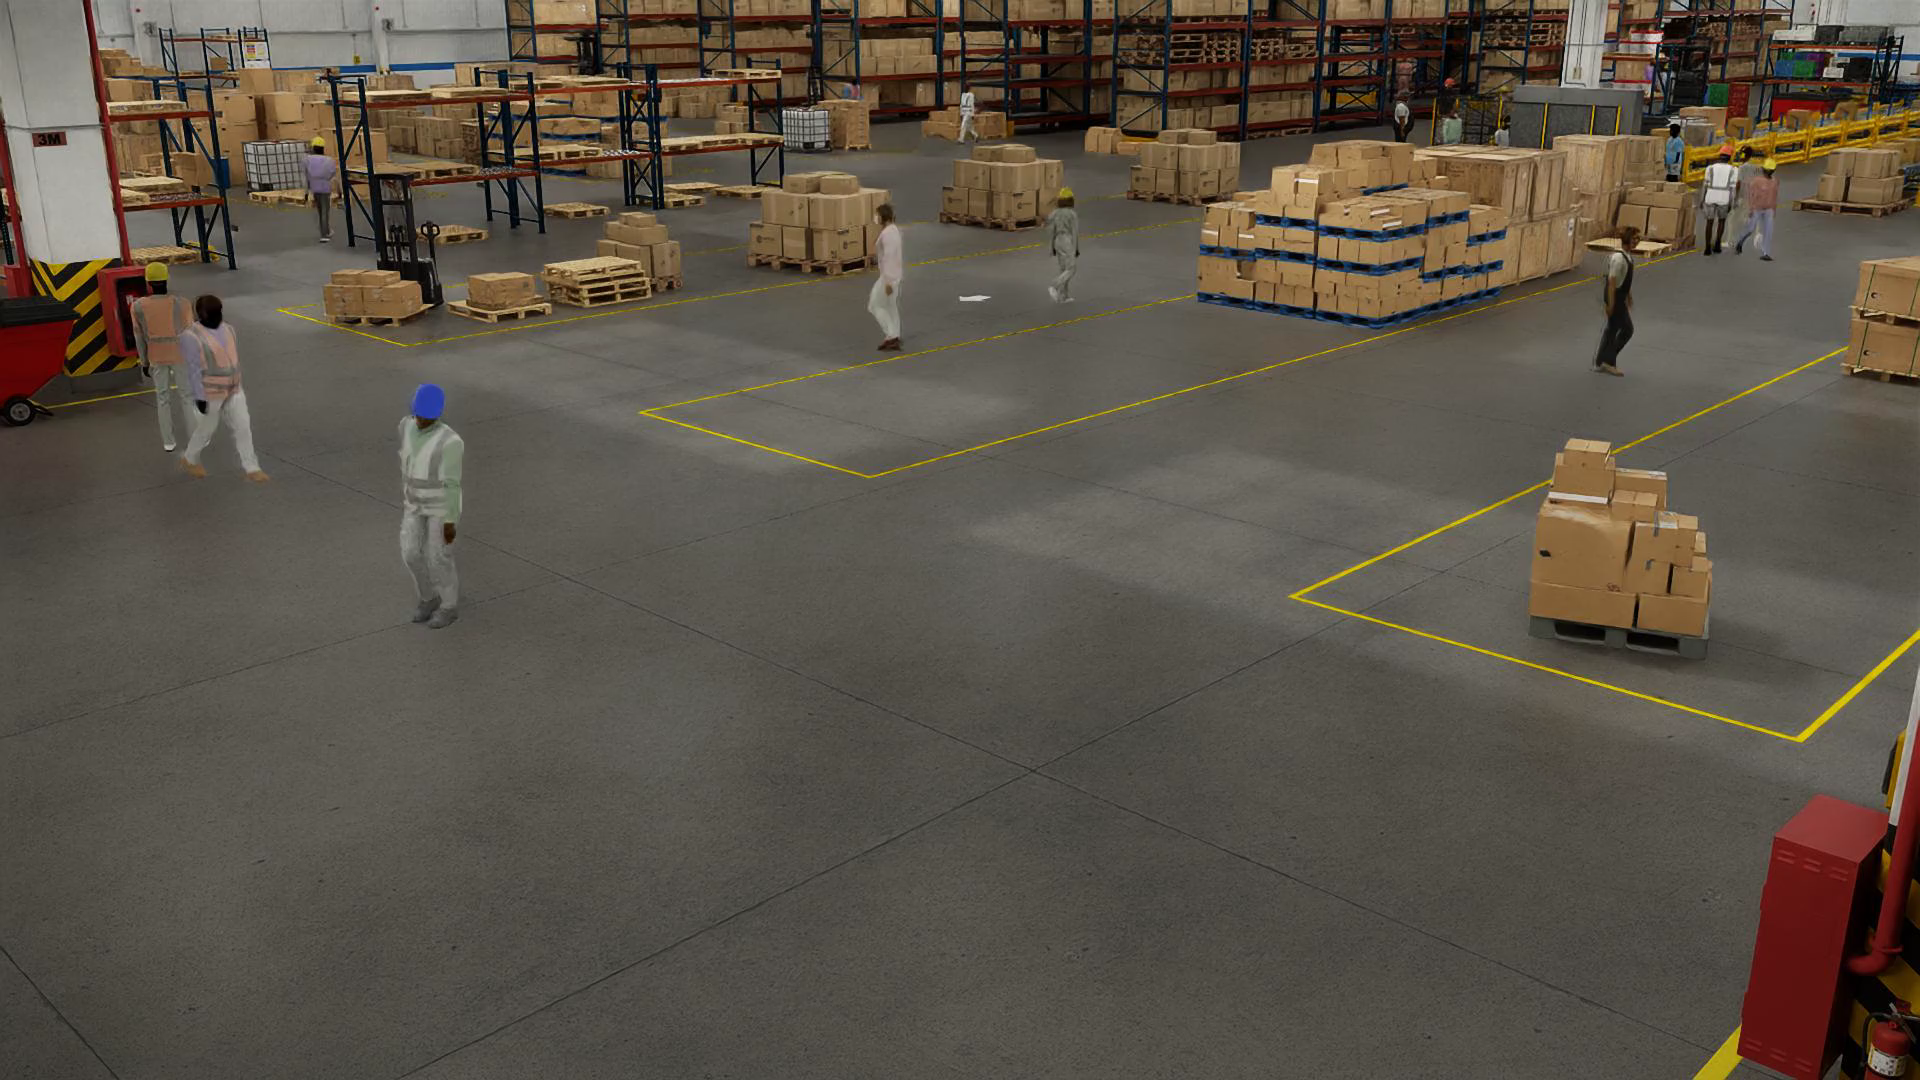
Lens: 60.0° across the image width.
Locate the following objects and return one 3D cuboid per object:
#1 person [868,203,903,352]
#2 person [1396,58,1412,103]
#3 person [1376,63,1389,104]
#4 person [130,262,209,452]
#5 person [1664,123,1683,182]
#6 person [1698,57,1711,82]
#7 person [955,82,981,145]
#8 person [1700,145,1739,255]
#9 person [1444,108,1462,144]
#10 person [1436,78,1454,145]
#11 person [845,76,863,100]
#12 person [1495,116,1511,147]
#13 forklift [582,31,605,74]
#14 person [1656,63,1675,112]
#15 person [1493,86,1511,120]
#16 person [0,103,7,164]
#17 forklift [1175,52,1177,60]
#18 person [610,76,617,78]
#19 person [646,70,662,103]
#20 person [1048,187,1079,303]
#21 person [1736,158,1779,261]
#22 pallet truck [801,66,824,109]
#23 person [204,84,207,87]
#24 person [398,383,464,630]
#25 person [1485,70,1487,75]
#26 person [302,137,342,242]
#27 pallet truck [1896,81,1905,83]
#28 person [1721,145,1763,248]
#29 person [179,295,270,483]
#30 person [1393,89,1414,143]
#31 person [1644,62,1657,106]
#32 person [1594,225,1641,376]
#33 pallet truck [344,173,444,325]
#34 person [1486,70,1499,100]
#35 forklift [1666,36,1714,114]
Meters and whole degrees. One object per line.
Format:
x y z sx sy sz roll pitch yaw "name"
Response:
-0.959 -3.362 21.408 0.454 1.918 0.651 1 18 3 "person"
18.205 -18.882 68.193 0.643 1.909 0.409 7 19 19 "person"
16.963 -18.312 66.824 0.470 1.677 0.542 1 18 3 "person"
-7.996 -1.847 16.830 0.589 1.930 0.361 -4 19 -12 "person"
15.793 -8.367 36.858 0.326 1.688 0.538 -1 18 -3 "person"
32.758 -20.445 73.251 0.543 1.682 0.363 5 19 16 "person"
0.259 -12.876 50.180 0.916 1.853 0.579 -10 21 -28 "person"
13.426 -6.032 29.465 0.569 1.903 0.800 9 20 26 "person"
12.706 -10.309 42.851 0.527 1.582 0.856 -3 19 -9 "person"
14.426 -12.666 49.326 0.613 1.995 0.390 -13 22 -34 "person"
-3.436 -14.243 54.396 0.955 1.796 0.635 13 22 34 "person"
11.954 -8.414 36.717 0.317 1.867 0.531 17 25 41 "person"
-15.195 -19.677 69.064 1.129 2.768 1.873 17 25 41 "forklift"
26.837 -17.222 63.330 0.616 1.812 0.442 14 23 36 "person"
16.179 -12.690 49.780 0.559 1.750 0.538 -16 24 -40 "person"
-25.998 -11.114 44.817 0.635 1.884 1.014 -15 24 -39 "person"
7.398 -14.959 54.852 1.129 2.768 1.873 17 25 41 "forklift"
-11.916 -15.222 57.600 0.314 1.629 0.509 -16 24 -40 "person"
-10.361 -14.966 56.397 0.589 1.909 0.386 7 20 21 "person"
1.521 -4.362 24.725 0.555 1.722 0.499 -16 24 -39 "person"
13.937 -5.772 28.952 0.536 1.746 0.675 -2 18 -5 "person"
-4.812 -15.182 56.903 0.823 1.965 1.885 -9 21 -26 "pallet truck"
-23.804 -13.646 52.863 0.520 1.625 0.439 -8 20 -22 "person"
-3.831 -0.238 12.040 0.666 1.894 0.461 10 21 27 "person"
22.919 -20.112 71.678 0.614 2.047 0.361 7 20 20 "person"
-11.864 -6.546 31.045 0.612 1.885 0.907 1 18 3 "person"
34.802 -16.331 61.455 0.653 1.274 1.630 17 25 41 "pallet truck"
14.177 -6.171 30.009 0.513 1.848 0.728 -11 21 -29 "person"
-7.092 -1.437 15.794 0.901 1.812 0.632 8 20 22 "person"
11.617 -10.783 43.581 0.538 2.000 0.689 2 18 6 "person"
27.606 -18.372 66.653 0.562 1.899 0.925 17 25 41 "person"
8.005 -2.887 20.133 0.513 1.828 0.527 9 20 24 "person"
-8.209 -4.181 23.757 0.823 1.965 1.885 3 19 9 "pallet truck"
21.921 -19.025 68.633 0.638 1.903 0.408 -9 21 -26 "person"
27.341 -17.291 61.877 1.129 2.768 1.873 17 25 41 "forklift"
